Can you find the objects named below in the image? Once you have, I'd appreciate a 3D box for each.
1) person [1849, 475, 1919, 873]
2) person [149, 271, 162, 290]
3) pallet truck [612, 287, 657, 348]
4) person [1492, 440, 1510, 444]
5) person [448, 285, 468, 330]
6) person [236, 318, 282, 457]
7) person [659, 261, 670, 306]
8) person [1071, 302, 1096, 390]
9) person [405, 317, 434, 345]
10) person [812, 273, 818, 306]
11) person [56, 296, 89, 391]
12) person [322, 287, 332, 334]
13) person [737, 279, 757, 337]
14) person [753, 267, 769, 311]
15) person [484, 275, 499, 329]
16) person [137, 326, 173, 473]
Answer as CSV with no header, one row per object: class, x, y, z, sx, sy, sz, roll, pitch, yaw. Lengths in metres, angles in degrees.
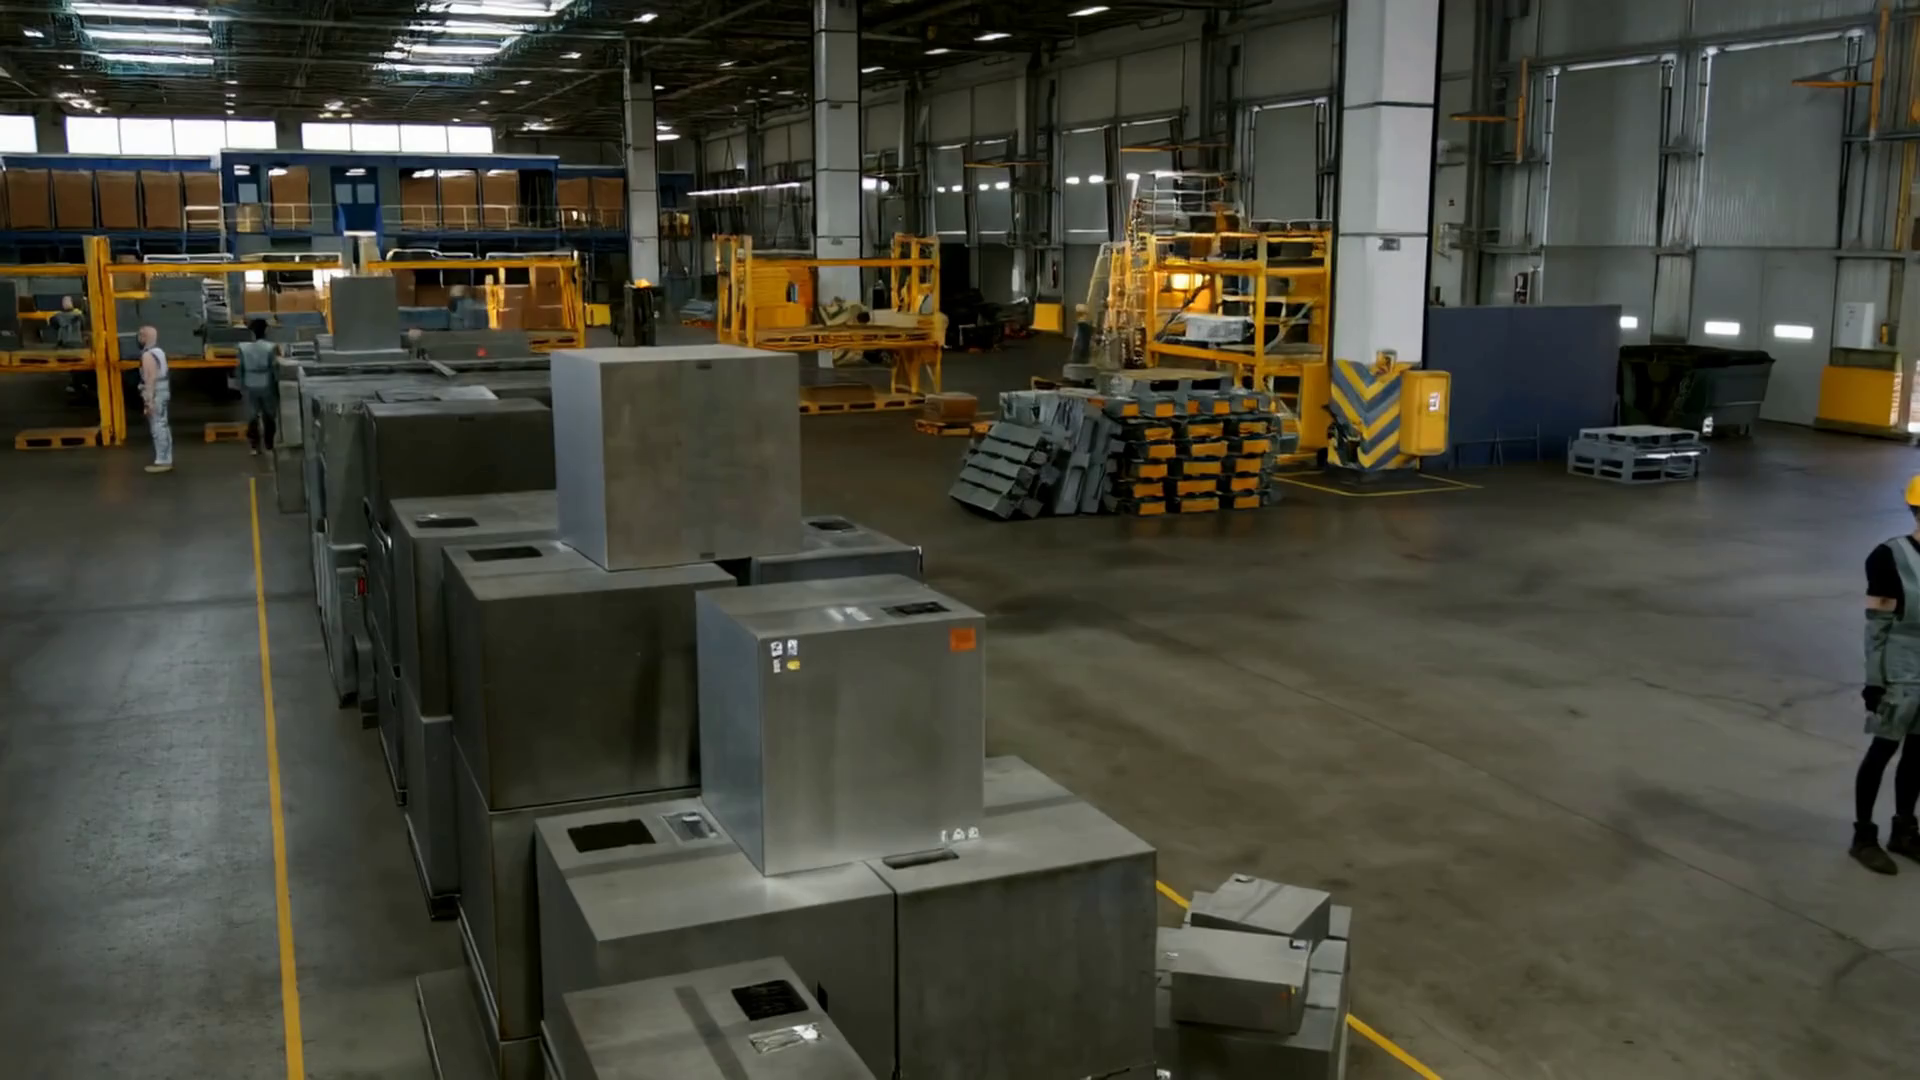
person,4.536,0.619,7.873,0.553,1.935,0.362,-3,11,-16
person,-28.367,-8.589,58.900,0.599,1.836,0.972,-4,11,-23
pallet truck,-6.464,-4.406,35.401,0.823,1.965,1.885,6,12,32
person,7.751,-2.239,24.363,0.716,1.665,0.548,7,13,35
person,-12.871,-5.575,42.364,0.663,1.802,0.889,6,12,31
person,-9.614,-2.084,22.866,0.639,1.905,0.406,2,10,9
person,-13.131,-11.406,74.022,0.612,1.986,0.407,0,10,-2
person,2.070,-3.066,28.213,0.445,1.921,0.560,10,14,44
person,-7.654,-2.235,23.715,0.594,1.898,0.828,5,12,26
person,-4.817,-8.278,57.175,0.429,1.842,0.635,7,12,32
person,-17.504,-3.872,32.811,0.515,1.872,0.328,-6,12,-31
person,-15.389,-5.323,40.888,0.505,1.842,0.348,-3,11,-14
person,-6.181,-6.670,48.140,0.919,1.913,0.604,2,11,13
person,-8.176,-10.387,68.622,0.621,1.897,0.804,-6,12,-29
person,-13.543,-6.667,48.037,0.366,1.935,0.630,1,10,4
person,-10.361,-1.802,21.372,0.355,1.883,0.574,-2,10,-9
